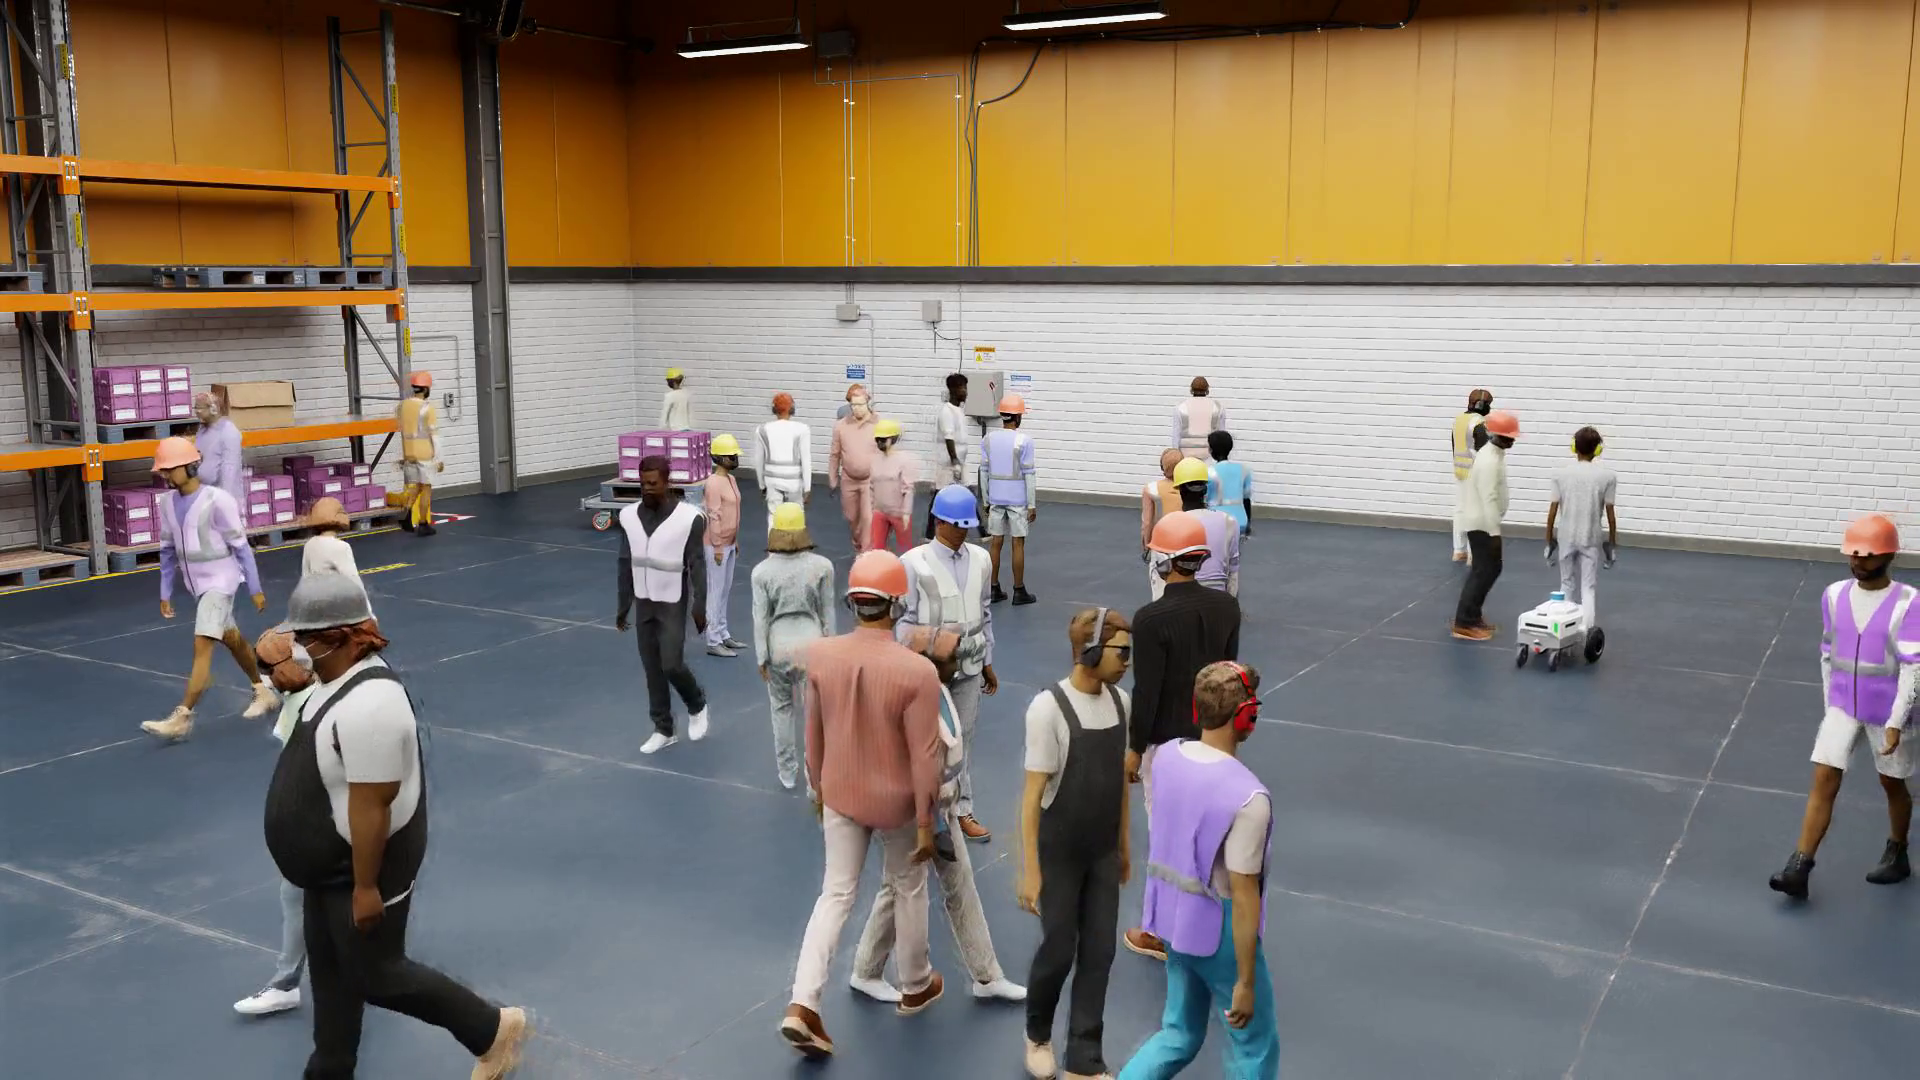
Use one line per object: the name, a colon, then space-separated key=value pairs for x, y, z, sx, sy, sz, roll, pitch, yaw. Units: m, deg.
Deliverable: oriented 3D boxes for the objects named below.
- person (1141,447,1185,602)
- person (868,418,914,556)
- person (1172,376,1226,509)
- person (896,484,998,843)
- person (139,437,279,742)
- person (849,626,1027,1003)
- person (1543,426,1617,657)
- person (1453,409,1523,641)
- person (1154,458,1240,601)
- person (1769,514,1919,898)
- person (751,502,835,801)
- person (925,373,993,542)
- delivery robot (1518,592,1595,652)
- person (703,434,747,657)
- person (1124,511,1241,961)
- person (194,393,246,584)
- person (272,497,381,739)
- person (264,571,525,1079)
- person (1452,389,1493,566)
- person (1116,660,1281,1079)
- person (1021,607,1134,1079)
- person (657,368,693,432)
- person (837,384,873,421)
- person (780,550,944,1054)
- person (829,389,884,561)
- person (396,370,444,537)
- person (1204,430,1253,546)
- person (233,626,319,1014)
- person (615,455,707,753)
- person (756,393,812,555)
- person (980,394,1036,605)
person: x=1.710 y=0.076 z=13.384 sx=0.514 sy=1.645 sz=0.308 roll=0 pitch=9 yaw=-2
person: x=-0.592 y=-0.253 z=15.155 sx=0.529 sy=1.735 sz=0.829 roll=6 pitch=11 yaw=31
person: x=2.785 y=-0.988 z=19.416 sx=0.634 sy=1.839 sz=0.429 roll=1 pitch=9 yaw=4
person: x=-0.062 y=0.666 z=8.772 sx=0.603 sy=1.941 sz=0.399 roll=-7 pitch=11 yaw=-36
person: x=-4.958 y=0.300 z=10.935 sx=0.643 sy=1.971 sz=1.121 roll=5 pitch=10 yaw=29
person: x=-0.114 y=1.144 z=6.831 sx=0.751 sy=1.606 sz=0.521 roll=3 pitch=10 yaw=20
person: x=4.864 y=0.033 z=13.040 sx=0.541 sy=1.844 sz=0.634 roll=4 pitch=10 yaw=22
person: x=4.331 y=-0.116 z=13.641 sx=0.520 sy=1.945 sz=0.661 roll=3 pitch=10 yaw=20
person: x=1.418 y=0.456 z=10.161 sx=0.585 sy=1.917 sz=0.382 roll=-4 pitch=10 yaw=-23
person: x=4.375 y=0.811 z=8.068 sx=1.030 sy=1.879 sz=0.552 roll=-6 pitch=11 yaw=-35
person: x=-0.954 y=0.643 z=9.593 sx=0.486 sy=1.720 sz=0.716 roll=-1 pitch=9 yaw=-6
person: x=0.030 y=-0.894 z=18.563 sx=0.985 sy=1.914 sz=0.619 roll=3 pitch=10 yaw=17
delivery robot: x=4.637 y=0.645 z=12.927 sx=0.477 sy=0.478 sz=0.707 roll=9 pitch=13 yaw=44
person: x=-1.871 y=0.036 z=13.249 sx=0.326 sy=1.769 sz=0.524 roll=2 pitch=9 yaw=10
person: x=0.971 y=0.863 z=7.375 sx=0.608 sy=1.996 sz=0.379 roll=-6 pitch=11 yaw=-35
person: x=-7.203 y=-0.476 z=16.074 sx=0.662 sy=1.887 sz=0.587 roll=6 pitch=11 yaw=33
person: x=-4.134 y=0.510 z=10.862 sx=0.879 sy=1.584 sz=0.512 roll=-8 pitch=12 yaw=-40
person: x=-2.061 y=1.072 z=5.933 sx=0.812 sy=2.000 sz=0.685 roll=-5 pitch=10 yaw=-28
person: x=5.371 y=-0.654 z=17.346 sx=0.429 sy=1.837 sz=0.621 roll=-2 pitch=9 yaw=-11
person: x=0.747 y=1.289 z=5.317 sx=0.777 sy=1.819 sz=0.578 roll=-5 pitch=10 yaw=-28
person: x=0.406 y=1.154 z=6.113 sx=0.620 sy=1.817 sz=0.581 roll=-7 pitch=12 yaw=-39
person: x=-4.002 y=-1.507 z=23.016 sx=0.846 sy=1.731 sz=0.530 roll=4 pitch=10 yaw=24
person: x=-1.322 y=-1.171 z=21.202 sx=0.501 sy=1.631 sz=0.285 roll=2 pitch=9 yaw=13
person: x=-0.372 y=1.018 z=6.536 sx=0.623 sy=1.967 sz=0.931 roll=4 pitch=10 yaw=24
person: x=-1.001 y=-0.596 z=16.850 sx=0.659 sy=1.882 sz=0.800 roll=2 pitch=9 yaw=11
person: x=-6.196 y=-0.984 z=19.116 sx=0.579 sy=1.922 sz=0.452 roll=4 pitch=10 yaw=24
person: x=2.262 y=-0.125 z=14.507 sx=0.527 sy=1.671 sz=0.576 roll=-6 pitch=11 yaw=-32
person: x=-2.716 y=1.140 z=6.850 sx=0.734 sy=1.591 sz=0.520 roll=-4 pitch=10 yaw=-25
person: x=-1.887 y=0.400 z=10.543 sx=0.602 sy=1.902 sz=0.444 roll=4 pitch=10 yaw=24
person: x=-1.750 y=-0.557 z=16.695 sx=0.590 sy=1.837 sz=0.971 roll=1 pitch=9 yaw=6
person: x=0.464 y=-0.372 z=15.263 sx=0.551 sy=1.935 sz=0.371 roll=5 pitch=11 yaw=30
